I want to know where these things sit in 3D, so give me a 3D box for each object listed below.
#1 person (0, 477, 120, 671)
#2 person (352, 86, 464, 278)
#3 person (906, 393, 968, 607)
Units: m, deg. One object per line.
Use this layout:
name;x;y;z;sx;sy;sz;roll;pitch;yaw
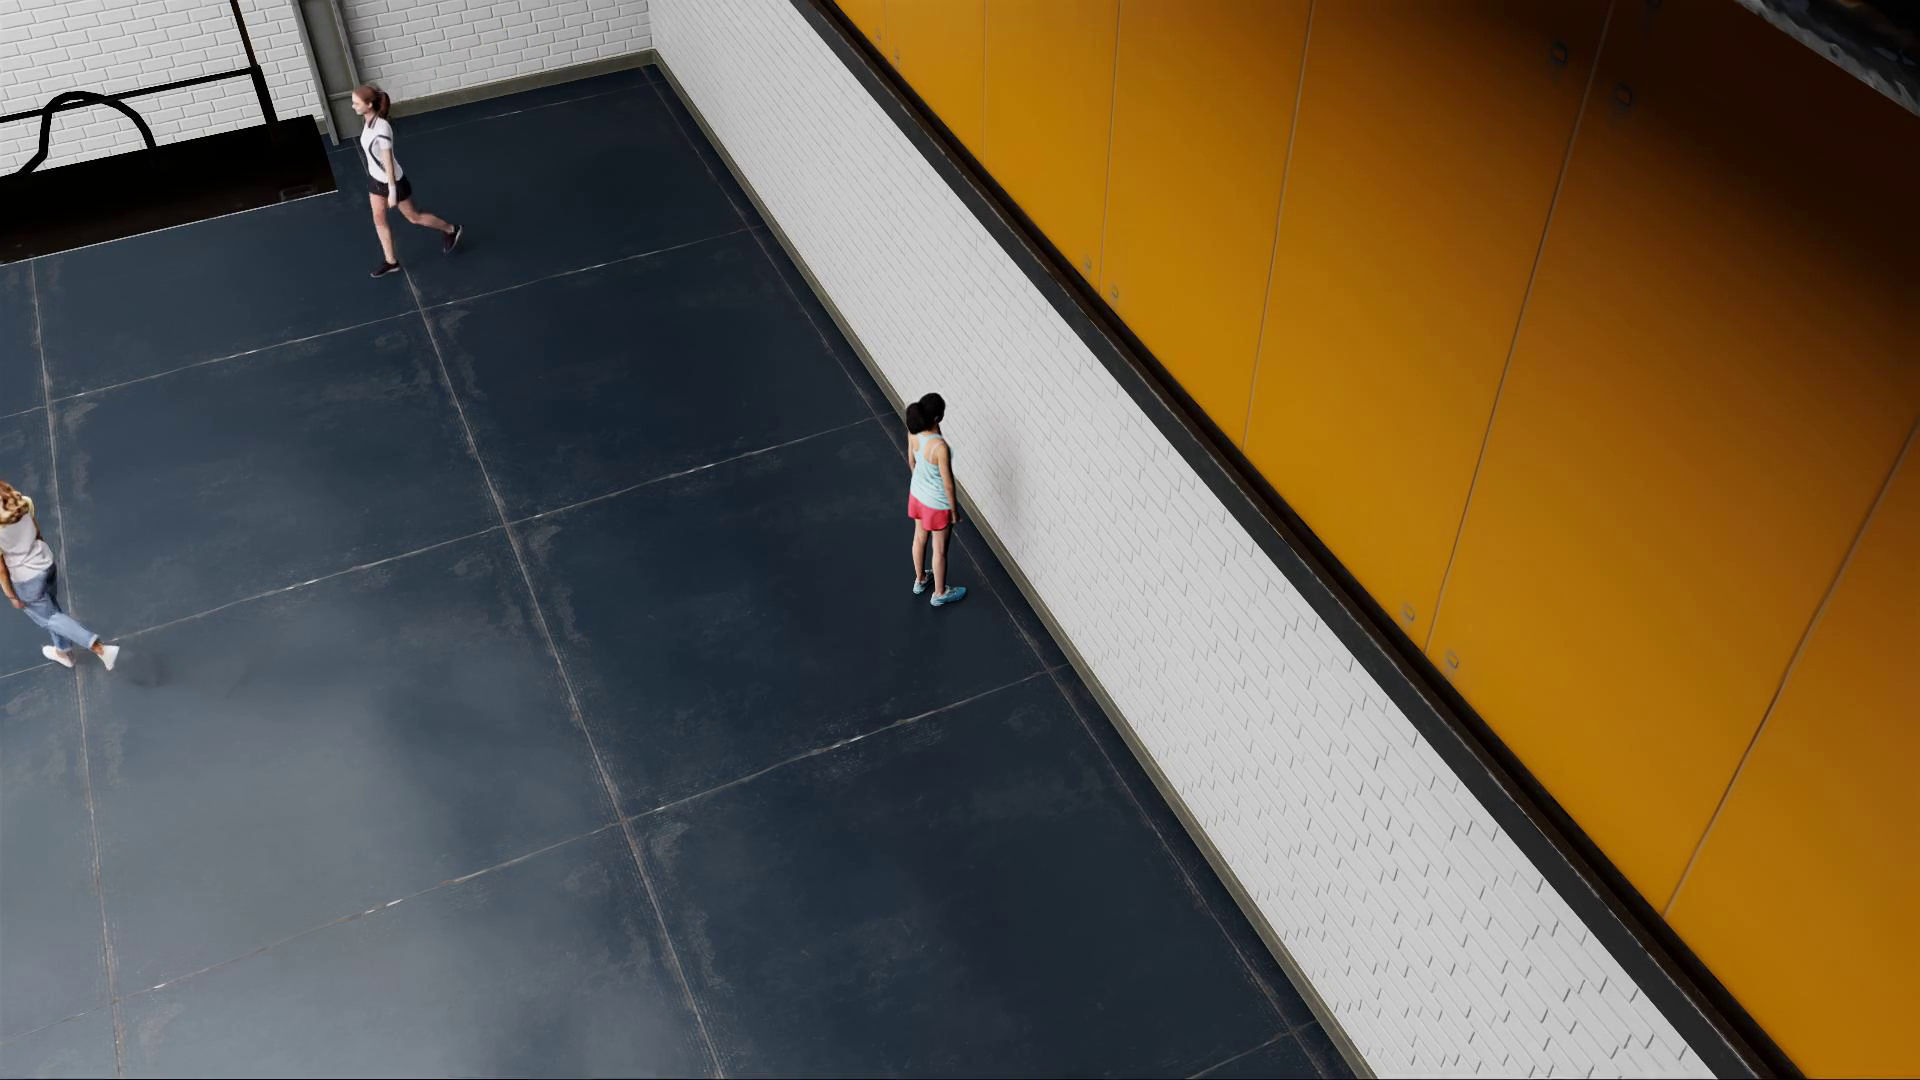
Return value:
person;-5.920;0.244;10.766;1.052;1.705;0.972;11;45;11
person;-4.790;-3.085;14.248;1.162;1.721;0.806;-33;53;-30
person;-0.182;-0.282;11.273;0.655;1.765;0.653;-30;51;-28
